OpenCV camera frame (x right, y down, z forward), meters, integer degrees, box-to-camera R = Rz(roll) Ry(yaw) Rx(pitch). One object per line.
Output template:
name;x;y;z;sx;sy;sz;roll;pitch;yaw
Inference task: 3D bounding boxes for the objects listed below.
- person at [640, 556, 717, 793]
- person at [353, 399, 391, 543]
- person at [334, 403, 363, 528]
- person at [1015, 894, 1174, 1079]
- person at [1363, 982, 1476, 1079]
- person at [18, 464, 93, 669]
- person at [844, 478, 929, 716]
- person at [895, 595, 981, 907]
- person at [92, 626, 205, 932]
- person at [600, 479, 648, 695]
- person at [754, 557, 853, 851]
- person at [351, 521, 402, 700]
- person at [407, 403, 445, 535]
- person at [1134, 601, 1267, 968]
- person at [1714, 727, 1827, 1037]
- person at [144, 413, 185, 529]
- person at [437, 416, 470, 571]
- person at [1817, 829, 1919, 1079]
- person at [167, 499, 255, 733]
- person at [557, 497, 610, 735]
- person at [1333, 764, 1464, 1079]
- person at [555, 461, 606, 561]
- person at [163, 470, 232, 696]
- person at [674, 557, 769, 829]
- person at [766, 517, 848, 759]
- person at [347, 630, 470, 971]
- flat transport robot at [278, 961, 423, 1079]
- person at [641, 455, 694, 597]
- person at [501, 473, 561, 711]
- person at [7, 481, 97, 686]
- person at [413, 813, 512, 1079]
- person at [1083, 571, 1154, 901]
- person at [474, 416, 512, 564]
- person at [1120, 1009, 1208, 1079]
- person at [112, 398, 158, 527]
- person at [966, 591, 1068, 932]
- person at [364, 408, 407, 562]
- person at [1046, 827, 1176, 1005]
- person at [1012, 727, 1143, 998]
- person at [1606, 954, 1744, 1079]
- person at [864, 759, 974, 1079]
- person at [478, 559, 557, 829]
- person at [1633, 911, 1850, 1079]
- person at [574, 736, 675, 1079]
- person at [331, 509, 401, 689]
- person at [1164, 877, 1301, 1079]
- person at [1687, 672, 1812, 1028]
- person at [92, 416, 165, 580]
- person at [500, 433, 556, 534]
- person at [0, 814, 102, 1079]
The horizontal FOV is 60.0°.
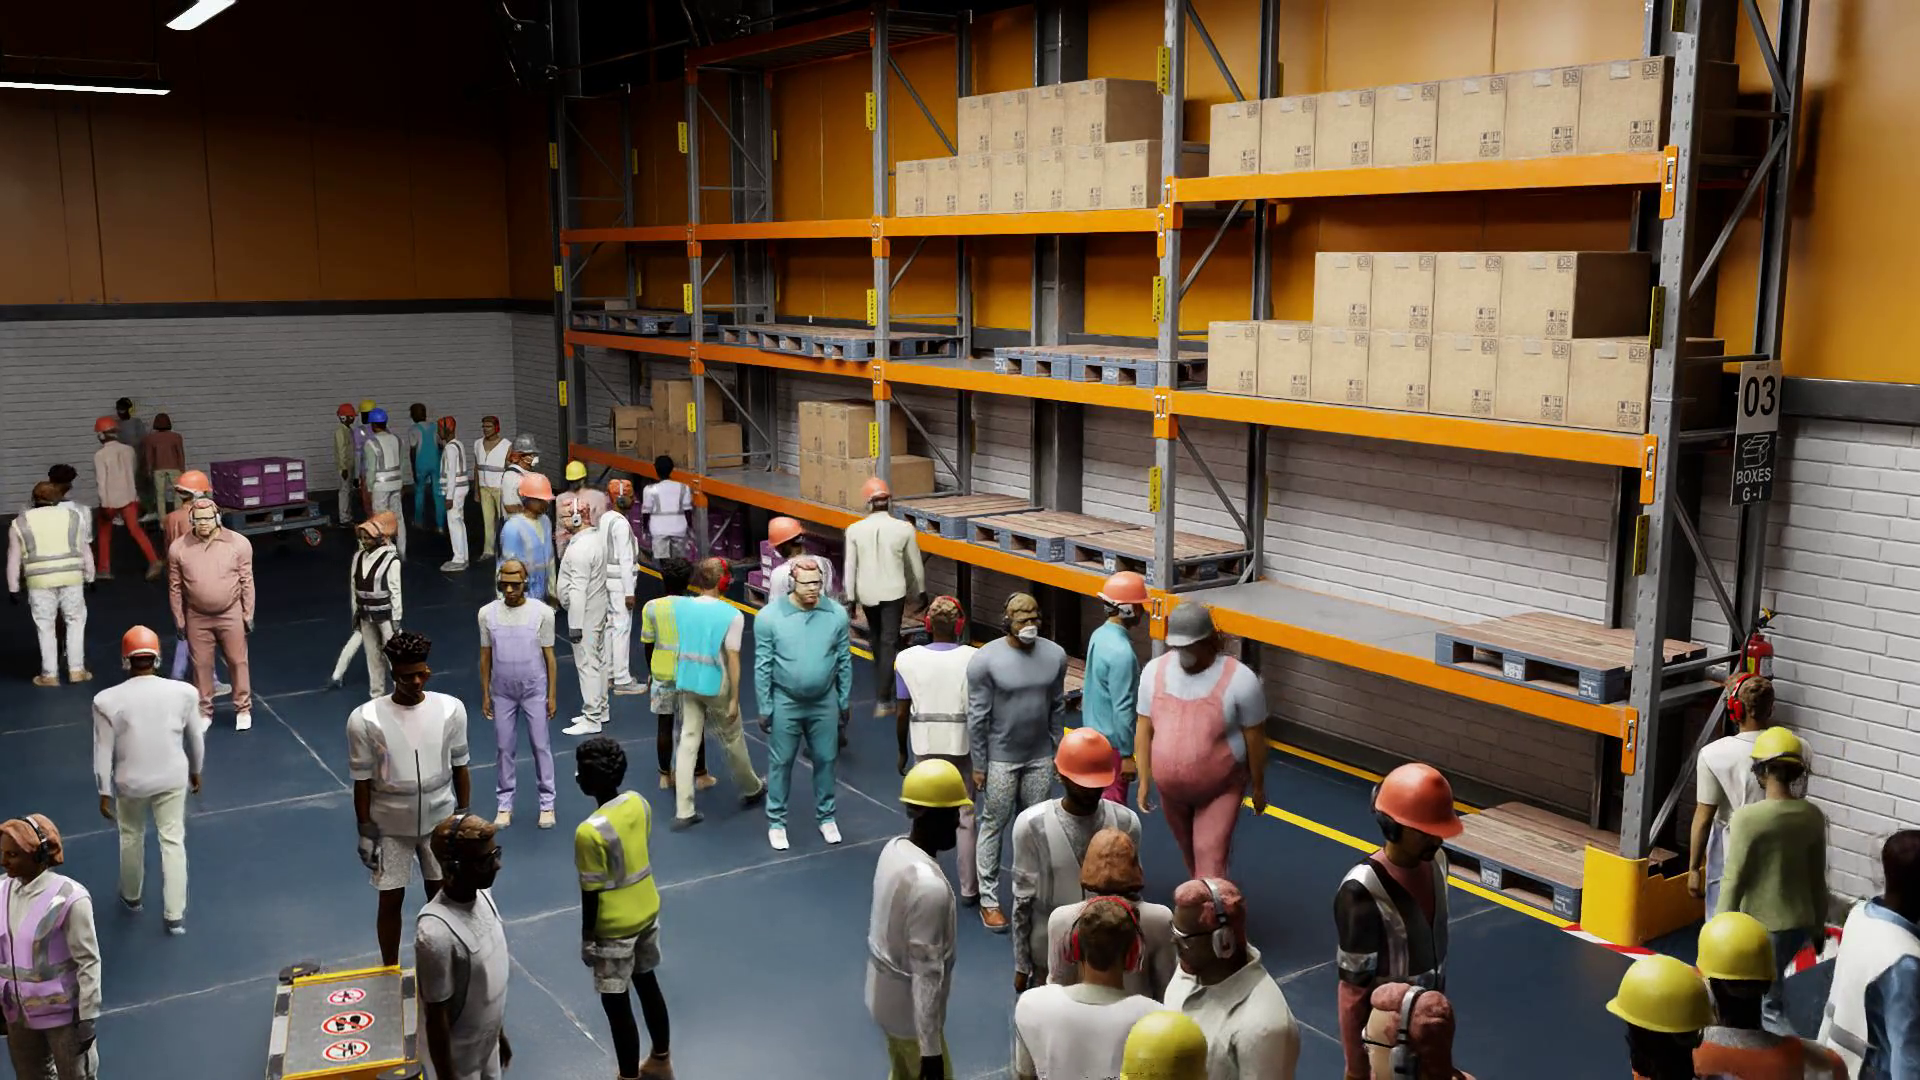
person;-1.991;0.958;11.801;0.536;1.697;0.322;2;10;12
person;-7.837;-0.914;22.156;0.385;1.921;0.586;5;11;28
person;-8.612;-1.053;23.442;0.342;1.750;0.568;-1;10;-8
person;0.468;2.008;5.358;0.613;1.802;0.860;4;10;20
person;1.184;2.103;4.473;0.405;1.904;0.653;5;11;29
person;-8.297;0.266;15.242;0.673;1.918;0.642;-6;12;-33
person;-0.610;0.445;14.090;0.644;1.929;1.034;2;10;14
person;-0.097;1.242;9.699;0.564;1.846;0.390;1;10;5
person;-4.649;1.330;9.524;0.587;1.717;0.811;-7;12;-34
person;-2.965;0.402;14.518;0.337;1.882;0.585;-5;11;-27
person;-0.995;1.046;10.715;0.650;1.899;0.401;-3;10;-18
person;-4.835;0.647;13.818;0.514;1.631;0.312;5;11;25
person;-7.372;-0.992;22.941;0.555;1.792;0.952;-7;12;-36
person;1.235;1.275;8.934;0.697;2.000;1.030;6;11;32
person;3.626;1.712;7.310;0.570;1.724;0.686;-4;11;-24
person;-11.100;-0.962;23.256;0.498;1.634;0.281;-4;10;-21
person;-6.163;-0.570;20.248;0.359;1.877;0.588;-2;10;-10
person;3.112;1.893;5.764;0.806;1.887;0.576;4;10;22
person;-5.965;0.608;13.287;0.635;1.900;0.397;-3;10;-18
person;-3.020;0.600;13.318;0.399;1.900;0.644;0;10;0
person;1.597;1.781;6.019;0.612;2.029;0.407;-9;14;-44
person;-3.847;0.062;16.901;0.538;1.744;0.411;0;10;0
person;-6.569;0.385;14.341;0.627;1.984;0.405;6;11;30
person;-1.648;0.998;11.261;0.594;1.792;0.954;5;11;26
person;-1.180;0.753;12.462;0.492;1.885;0.605;8;13;40
person;-2.759;1.410;8.406;0.598;1.958;0.373;-6;11;-32
flat transport robot;-2.900;2.340;7.869;0.652;0.197;1.431;-3;10;-19
person;-3.206;-0.093;18.081;0.545;1.648;0.854;-5;11;-27
person;-3.556;0.444;13.900;0.492;2.013;0.620;2;10;13
person;-8.059;0.390;14.785;0.698;1.825;0.439;-7;12;-34
person;-1.780;1.874;6.034;0.352;1.842;0.507;1;10;4
person;0.923;1.165;9.760;0.411;1.987;0.619;-1;10;-7
person;-5.789;-0.633;20.703;0.566;1.846;0.389;3;10;18
person;0.470;2.143;4.231;0.597;1.912;0.544;3;10;19
person;-11.769;-1.100;23.525;0.609;1.811;0.963;4;10;21
person;0.335;1.238;9.453;0.629;1.940;0.377;-5;11;-26
person;-7.118;-0.658;20.552;0.404;1.945;0.615;4;11;25
person;0.578;1.908;6.413;0.507;1.631;0.275;-1;10;-4
person;0.486;1.695;6.810;0.544;1.929;0.387;-1;10;-8
person;1.958;2.087;4.563;0.598;1.908;0.662;-4;10;-23
person;-0.169;1.782;6.347;0.493;1.908;0.626;-3;10;-16
person;-2.926;1.021;11.043;0.502;1.837;0.349;0;10;-2
person;2.282;2.035;4.901;0.606;1.890;0.908;3;10;18
person;-1.533;1.707;7.463;0.335;1.688;0.543;3;10;18
person;-5.185;0.524;14.647;0.549;1.603;0.742;8;13;40
person;0.790;1.978;5.247;0.402;1.896;0.652;-3;10;-17
person;3.757;1.546;7.948;0.560;1.836;0.393;-1;10;-7
person;-9.855;-0.486;19.547;0.963;1.954;0.599;5;11;25
person;-4.379;-0.084;16.910;0.535;2.000;0.681;0;10;-2
person;-3.619;1.875;6.588;0.523;1.639;0.306;3;10;18
